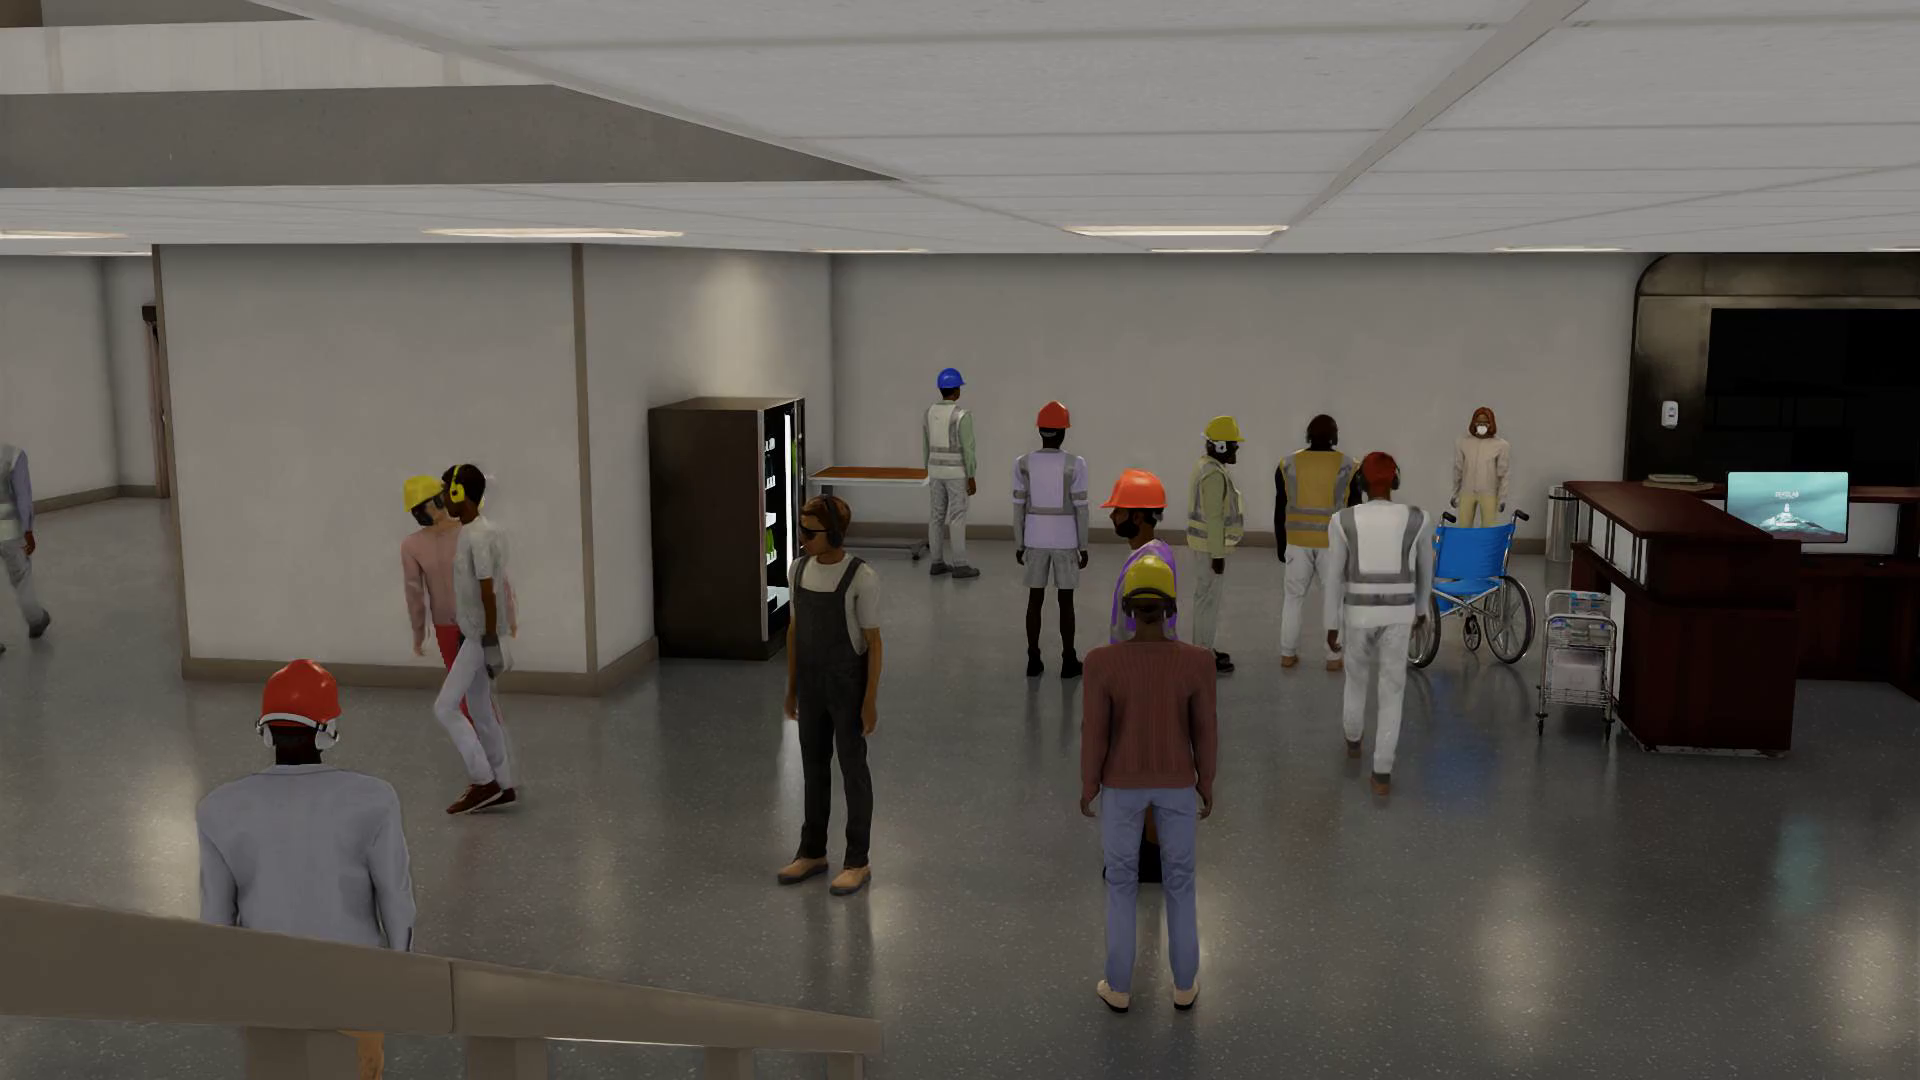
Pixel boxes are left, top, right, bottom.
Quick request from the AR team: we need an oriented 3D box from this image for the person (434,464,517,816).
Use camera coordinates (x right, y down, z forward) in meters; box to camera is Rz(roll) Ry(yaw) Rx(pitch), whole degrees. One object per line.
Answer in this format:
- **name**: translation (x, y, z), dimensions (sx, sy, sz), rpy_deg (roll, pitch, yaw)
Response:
- **person**: translation (-2.601, 0.523, 8.743), dimensions (0.512, 1.831, 0.572), rpy_deg (-3, 10, -17)

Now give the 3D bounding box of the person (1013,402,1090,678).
- **person**: translation (0.643, 0.003, 11.637), dimensions (0.543, 1.939, 0.360), rpy_deg (3, 10, 17)

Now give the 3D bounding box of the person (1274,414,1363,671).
- **person**: translation (2.558, 0.018, 11.890), dimensions (0.625, 1.834, 0.431), rpy_deg (3, 10, 20)

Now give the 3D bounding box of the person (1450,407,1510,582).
- **person**: translation (4.704, -0.393, 15.061), dimensions (0.504, 1.628, 0.285), rpy_deg (6, 11, 31)

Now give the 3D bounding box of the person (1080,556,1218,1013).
- **person**: translation (0.720, 0.939, 6.411), dimensions (0.533, 1.765, 0.329), rpy_deg (0, 9, -2)

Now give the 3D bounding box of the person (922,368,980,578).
- **person**: translation (-0.089, -0.618, 15.432), dimensions (0.605, 1.951, 0.380), rpy_deg (8, 12, 41)

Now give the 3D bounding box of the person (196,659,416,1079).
- **person**: translation (-1.858, 1.205, 4.790), dimensions (0.573, 1.750, 0.332), rpy_deg (-2, 9, -12)

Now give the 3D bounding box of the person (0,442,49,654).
- **person**: translation (-7.236, -0.103, 12.476), dimensions (0.624, 1.880, 1.004), rpy_deg (-2, 9, -11)

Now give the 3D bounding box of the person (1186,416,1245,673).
- **person**: translation (1.817, 0.026, 11.864), dimensions (0.403, 1.824, 0.598), rpy_deg (1, 9, 3)

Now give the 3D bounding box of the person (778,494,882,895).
- **person**: translation (-0.591, 0.700, 7.630), dimensions (0.507, 1.842, 0.351), rpy_deg (6, 11, 33)

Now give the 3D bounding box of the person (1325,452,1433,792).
- **person**: translation (2.355, 0.417, 9.382), dimensions (0.575, 1.833, 0.990), rpy_deg (2, 9, 13)

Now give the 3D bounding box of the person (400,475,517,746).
- **person**: translation (-2.827, 0.485, 9.368), dimensions (0.603, 1.713, 0.567), rpy_deg (1, 9, 7)

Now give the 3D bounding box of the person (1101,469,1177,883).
- **person**: translation (0.830, 0.633, 7.750), dimensions (0.371, 1.939, 0.543), rpy_deg (2, 9, 10)
